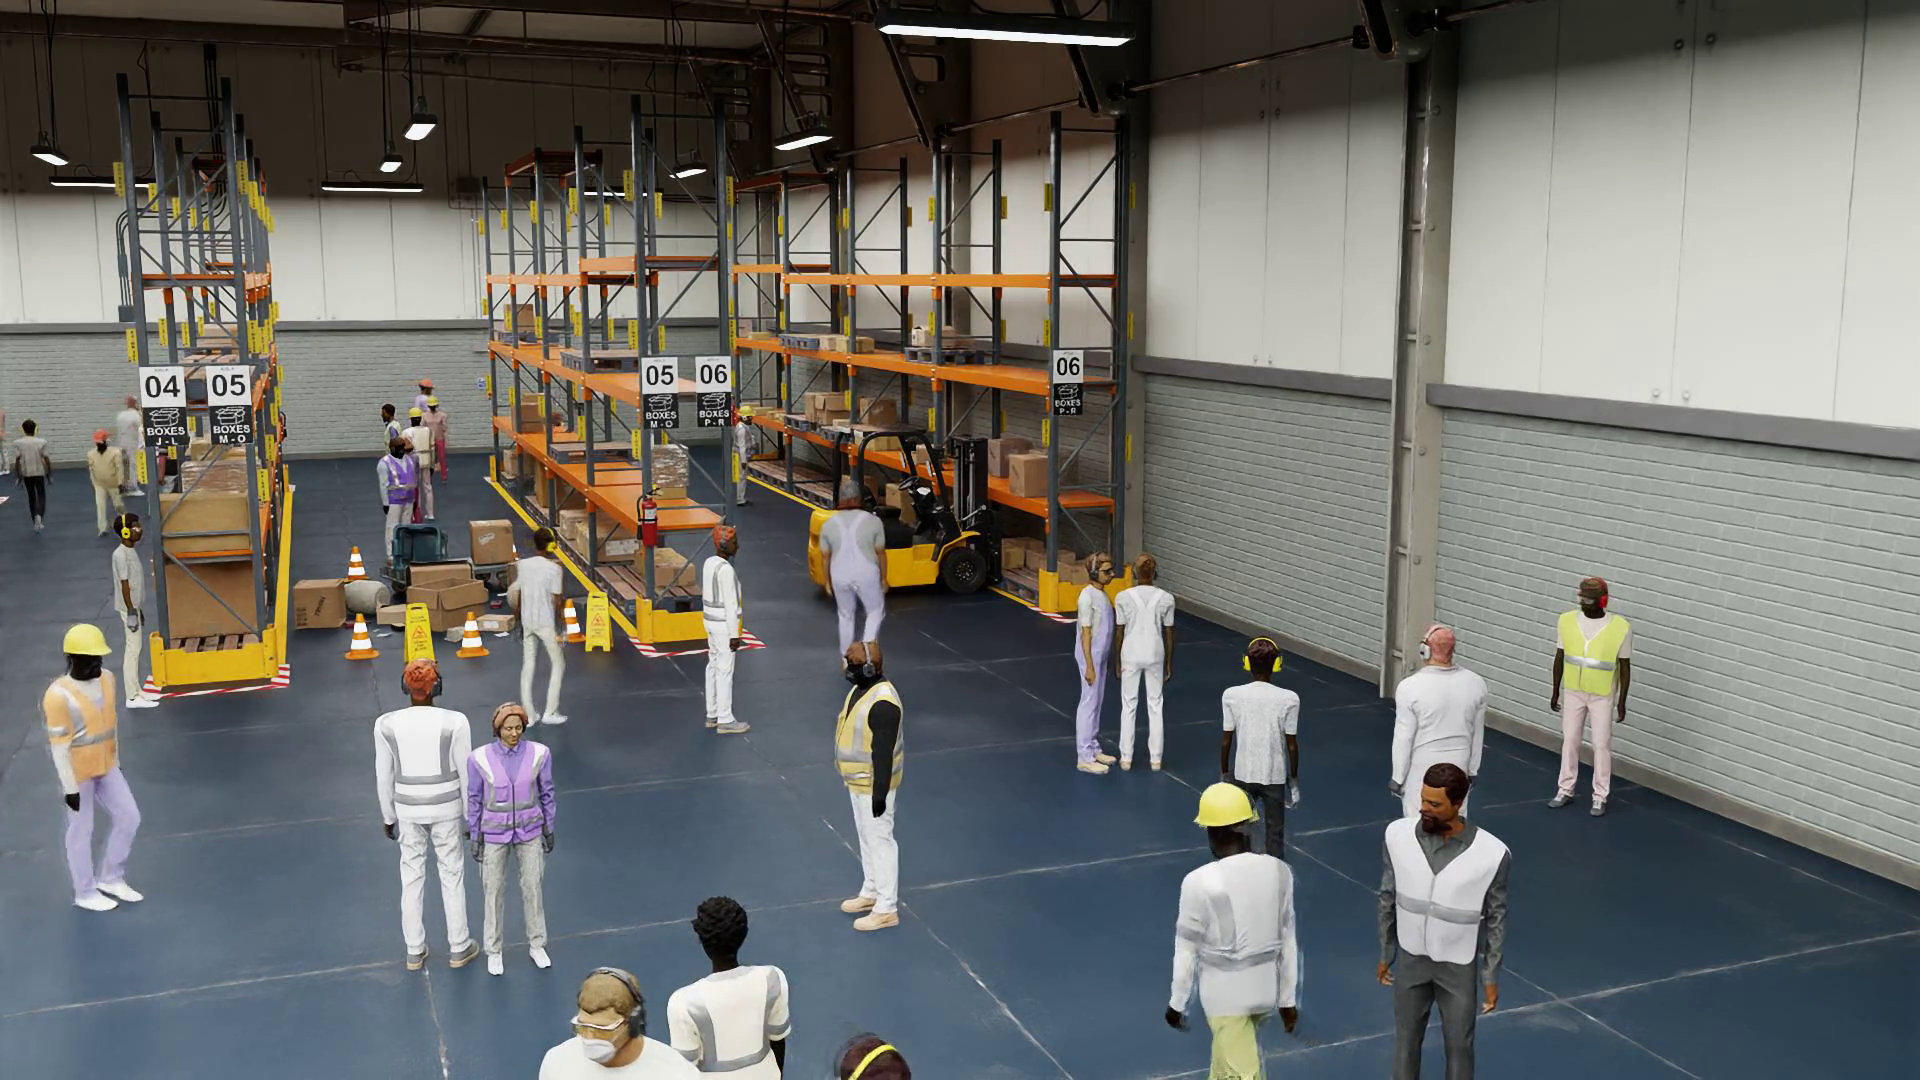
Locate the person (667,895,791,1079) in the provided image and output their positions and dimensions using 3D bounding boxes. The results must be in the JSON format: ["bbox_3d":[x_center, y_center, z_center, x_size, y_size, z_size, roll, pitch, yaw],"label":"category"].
[{"bbox_3d":[-0.918,2.243,6.619,0.533,1.692,0.319,-6,11,-34],"label":"person"}]

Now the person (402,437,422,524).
[{"bbox_3d":[-8.579,-0.782,25.847,0.286,1.633,0.498,3,10,20],"label":"person"}]

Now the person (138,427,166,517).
[{"bbox_3d":[-13.767,-1.332,28.533,0.602,1.883,0.347,-2,9,-14],"label":"person"}]

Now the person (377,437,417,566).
[{"bbox_3d":[-7.999,-0.552,23.750,0.430,1.843,0.625,5,10,26],"label":"person"}]

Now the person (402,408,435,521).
[{"bbox_3d":[-9.142,-1.273,28.066,0.417,1.917,0.590,8,12,41],"label":"person"}]

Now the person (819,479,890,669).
[{"bbox_3d":[-1.086,0.363,17.362,0.723,2.000,0.535,2,9,12],"label":"person"}]

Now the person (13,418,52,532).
[{"bbox_3d":[-14.929,-1.035,26.776,0.517,1.852,0.735,-3,10,-19],"label":"person"}]

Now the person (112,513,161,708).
[{"bbox_3d":[-7.913,0.673,15.946,0.328,1.872,0.514,-4,10,-21],"label":"person"}]

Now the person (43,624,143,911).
[{"bbox_3d":[-5.567,1.479,10.734,0.543,1.907,0.624,2,9,13],"label":"person"}]

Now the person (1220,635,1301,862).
[{"bbox_3d":[1.911,1.532,10.585,0.511,1.862,0.329,3,10,20],"label":"person"}]

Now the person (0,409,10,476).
[{"bbox_3d":[-19.886,-2.132,34.322,0.314,1.641,0.515,2,9,10],"label":"person"}]

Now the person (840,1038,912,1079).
[{"bbox_3d":[-0.313,2.404,5.264,0.506,1.805,0.982,-4,10,-25],"label":"person"}]

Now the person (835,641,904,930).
[{"bbox_3d":[-0.582,1.542,10.595,0.429,1.838,0.623,-3,10,-19],"label":"person"}]

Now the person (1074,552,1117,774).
[{"bbox_3d":[1.139,1.013,13.885,0.345,1.847,0.504,3,10,19],"label":"person"}]

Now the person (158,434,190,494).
[{"bbox_3d":[-12.567,-1.093,26.566,0.404,2.030,0.618,3,9,16],"label":"person"}]

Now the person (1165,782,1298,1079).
[{"bbox_3d":[1.269,2.030,7.448,0.582,1.872,0.988,-6,11,-35],"label":"person"}]

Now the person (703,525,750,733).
[{"bbox_3d":[-2.149,0.803,15.085,0.342,1.882,0.579,-5,10,-28],"label":"person"}]

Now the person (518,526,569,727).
[{"bbox_3d":[-3.833,0.801,15.246,0.507,1.842,0.440,4,10,22],"label":"person"}]

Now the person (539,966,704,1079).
[{"bbox_3d":[-1.102,2.308,5.464,0.625,1.934,0.376,3,10,21],"label":"person"}]

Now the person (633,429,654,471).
[{"bbox_3d":[-5.233,-1.187,28.009,0.556,1.748,0.501,-4,10,-24],"label":"person"}]

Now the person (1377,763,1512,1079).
[{"bbox_3d":[2.238,1.952,7.753,0.590,1.917,0.397,6,11,32],"label":"person"}]

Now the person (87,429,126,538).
[{"bbox_3d":[-13.577,-0.932,26.529,0.560,1.724,0.824,-1,9,-6],"label":"person"}]

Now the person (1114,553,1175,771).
[{"bbox_3d":[1.532,1.021,13.881,0.501,1.839,0.342,0,9,0],"label":"person"}]

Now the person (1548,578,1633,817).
[{"bbox_3d":[4.841,1.189,12.778,0.570,1.841,0.373,7,12,38],"label":"person"}]

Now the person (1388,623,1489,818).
[{"bbox_3d":[3.057,1.480,10.744,0.641,1.912,0.410,-2,9,-15],"label":"person"}]

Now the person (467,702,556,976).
[{"bbox_3d":[-2.656,1.758,9.874,0.514,1.634,0.313,-4,10,-23],"label":"person"}]

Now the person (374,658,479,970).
[{"bbox_3d":[-3.159,1.627,9.905,0.574,1.883,0.356,-1,9,-4],"label":"person"}]

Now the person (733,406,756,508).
[{"bbox_3d":[-3.835,-1.479,29.659,0.406,1.824,0.585,-1,9,-5],"label":"person"}]

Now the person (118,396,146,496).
[{"bbox_3d":[-15.456,-1.758,31.218,0.638,1.885,0.535,7,11,38],"label":"person"}]

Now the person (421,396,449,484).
[{"bbox_3d":[-10.397,-1.968,32.919,0.540,1.761,0.328,-2,9,-9],"label":"person"}]

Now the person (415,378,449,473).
[{"bbox_3d":[-11.092,-2.373,34.730,0.677,2.005,0.661,-6,11,-34],"label":"person"}]

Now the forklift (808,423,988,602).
[{"bbox_3d":[-0.830,-0.399,21.676,2.313,2.155,1.214,-4,10,-21],"label":"forklift"}]

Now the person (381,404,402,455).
[{"bbox_3d":[-9.874,-1.429,29.074,0.397,1.910,0.585,-3,10,-21],"label":"person"}]
